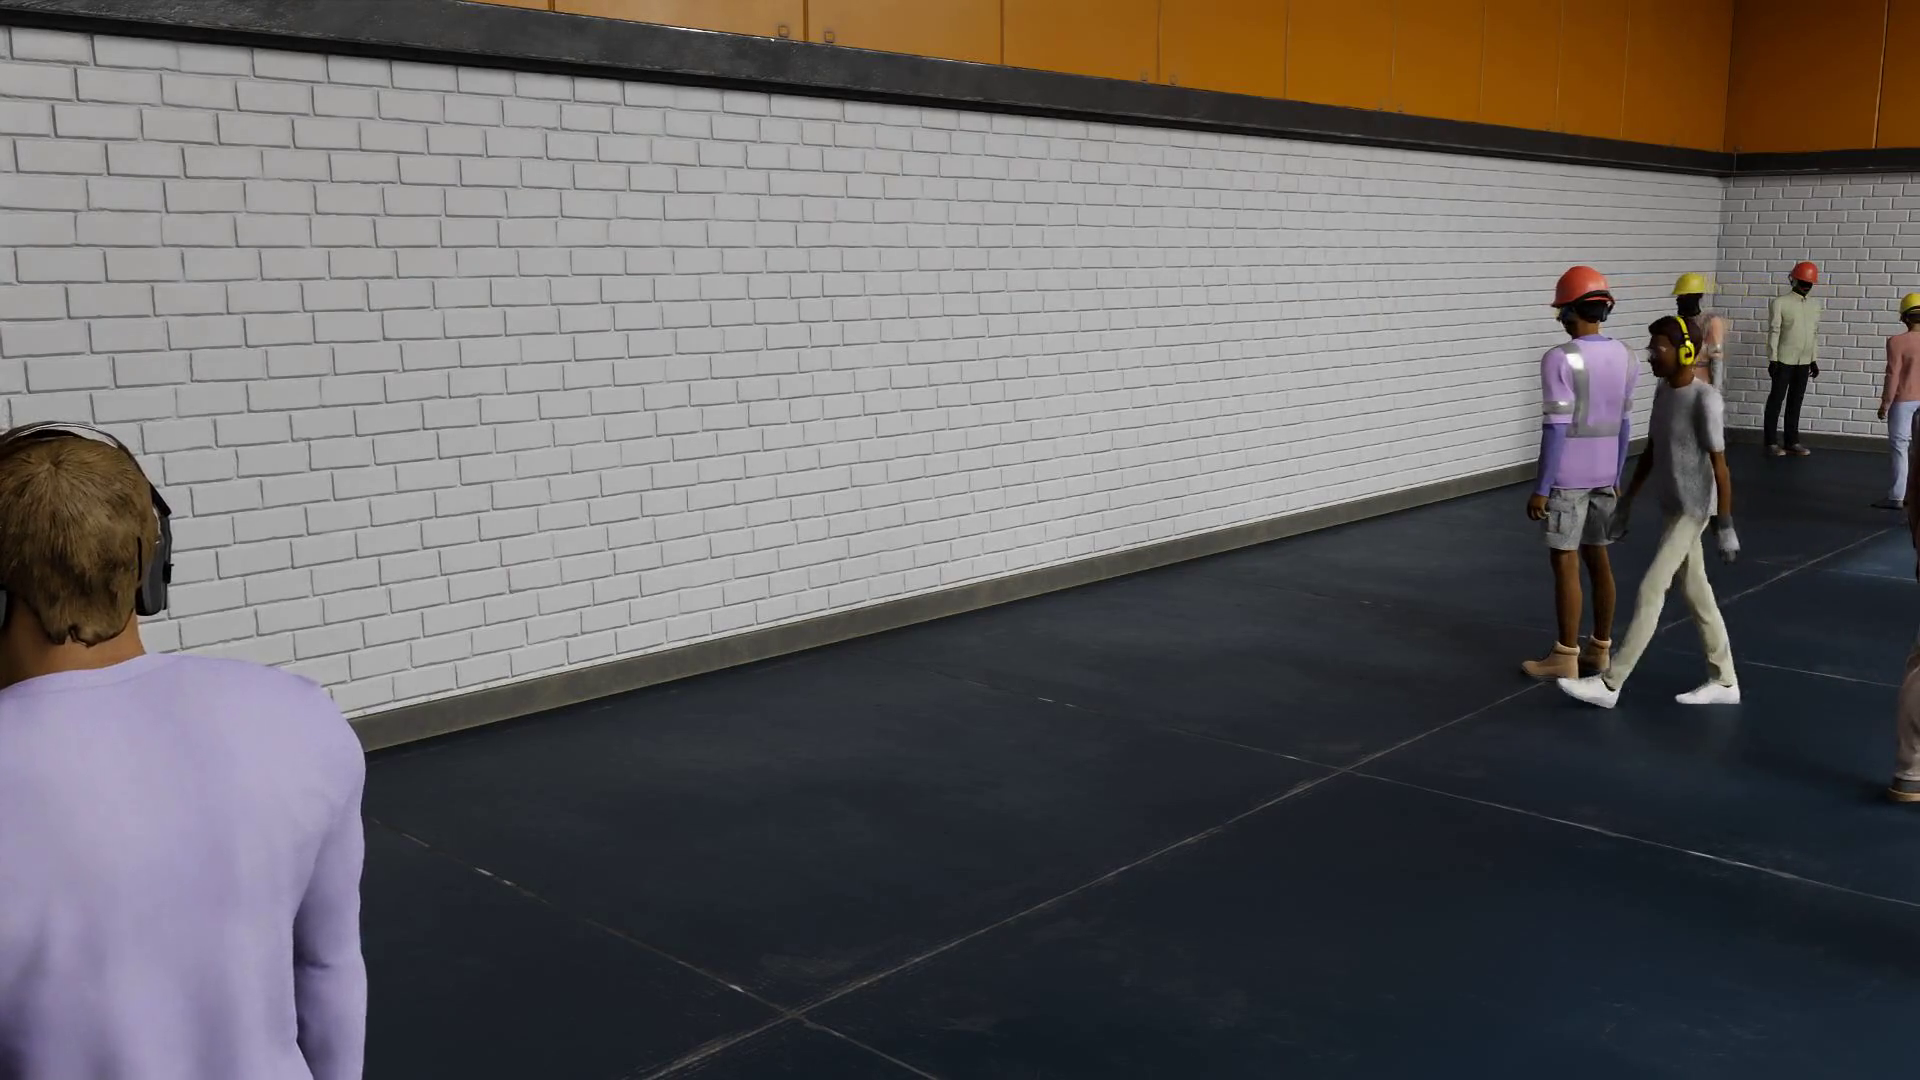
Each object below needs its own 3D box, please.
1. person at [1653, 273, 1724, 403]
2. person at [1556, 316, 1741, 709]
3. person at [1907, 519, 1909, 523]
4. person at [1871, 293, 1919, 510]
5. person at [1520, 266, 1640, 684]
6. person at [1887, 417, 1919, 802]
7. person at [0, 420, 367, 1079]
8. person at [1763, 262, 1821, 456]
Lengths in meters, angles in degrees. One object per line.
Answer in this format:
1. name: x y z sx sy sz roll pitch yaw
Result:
1. person: 6.135 -1.295 14.110 0.556 1.906 0.623 -3 10 -15
2. person: 3.233 -0.108 7.628 0.938 1.812 0.514 0 10 1
3. person: 7.469 -0.960 12.228 0.875 1.900 0.654 4 11 22
4. person: 7.723 -1.122 13.558 0.526 1.765 0.329 -2 10 -13
5. person: 3.009 -0.312 8.153 0.612 2.039 0.392 -6 12 -30
6. person: 3.788 0.058 6.179 0.397 1.992 0.623 -1 10 -5
7. person: -0.970 0.828 1.954 0.378 1.940 0.629 7 12 34
8. person: 8.557 -1.851 17.072 0.608 1.987 0.388 -3 10 -17
